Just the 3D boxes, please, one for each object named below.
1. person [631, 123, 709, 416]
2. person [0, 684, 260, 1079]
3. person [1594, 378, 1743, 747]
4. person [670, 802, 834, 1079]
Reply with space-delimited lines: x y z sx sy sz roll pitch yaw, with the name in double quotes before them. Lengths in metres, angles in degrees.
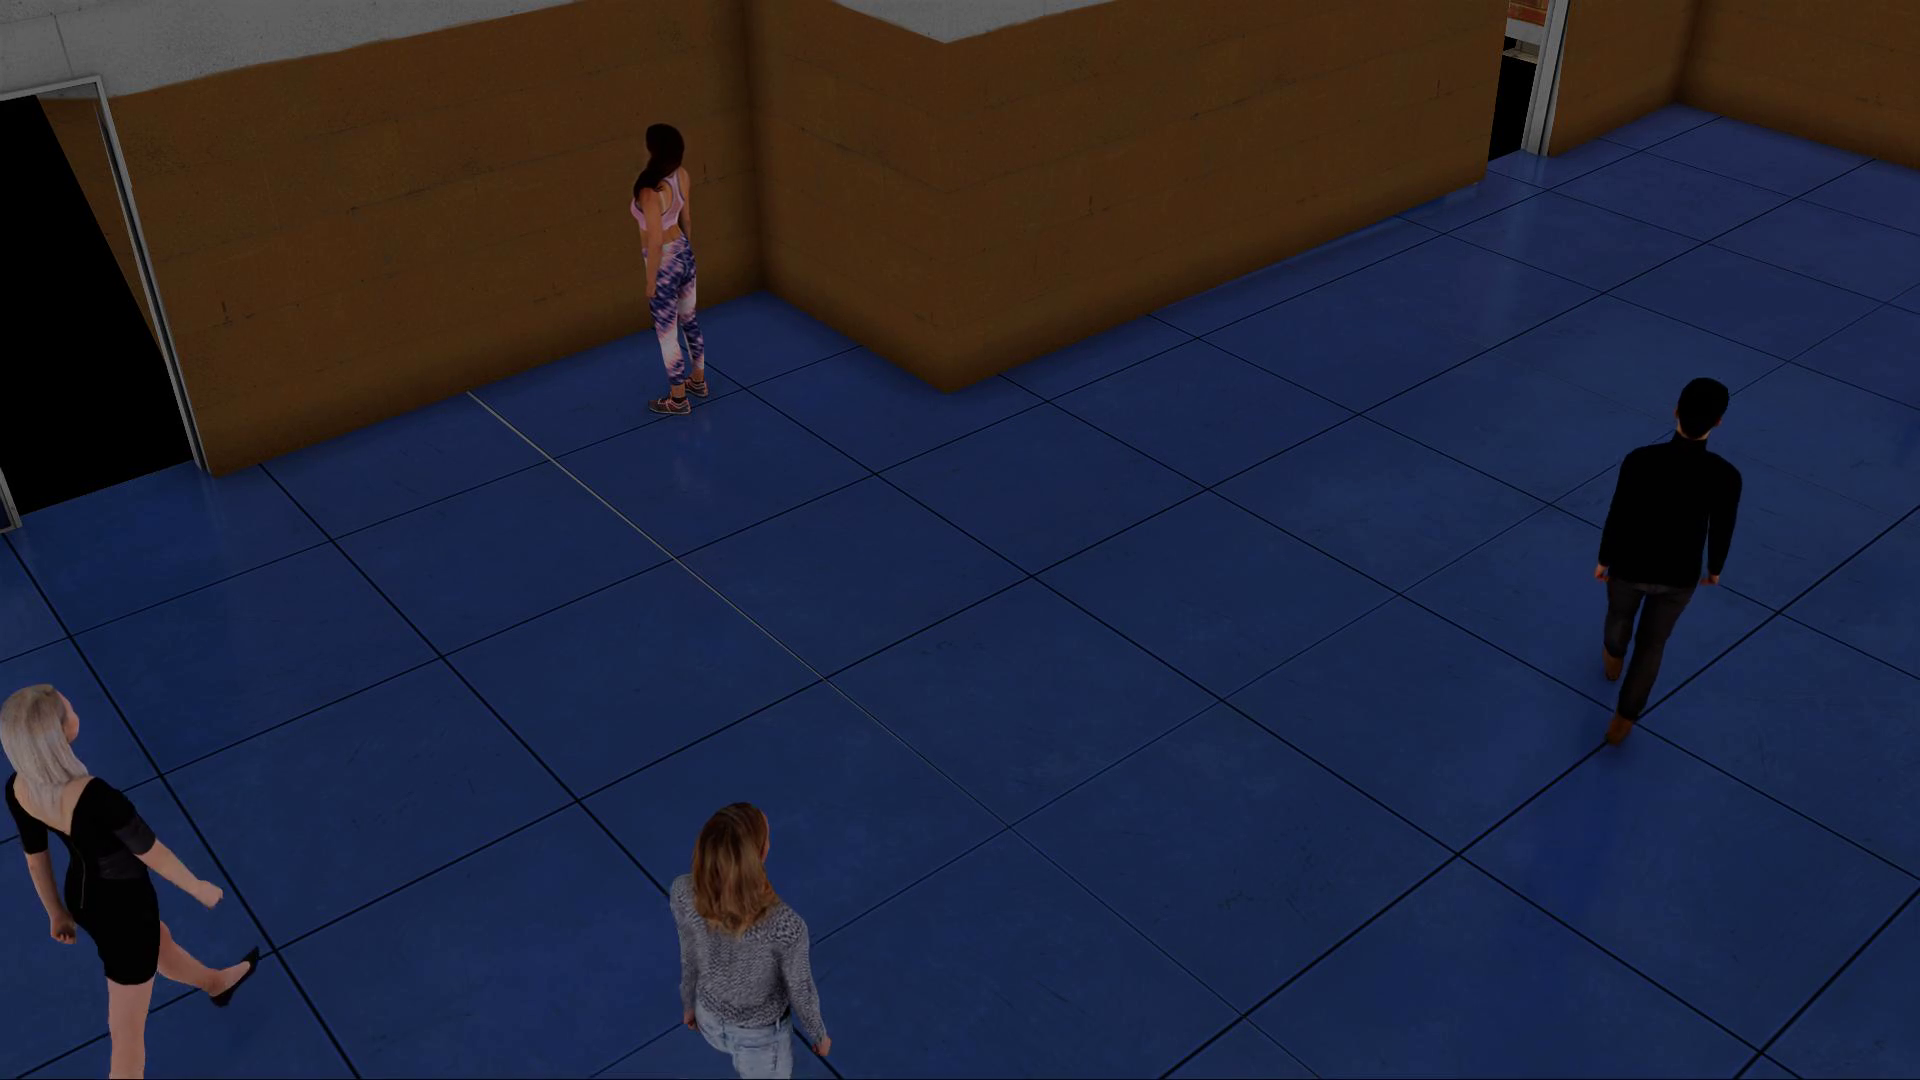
"person" -1.692 -1.579 9.716 0.692 1.763 0.678 14 36 20
"person" -2.784 1.296 5.368 1.137 1.792 1.033 12 36 18
"person" 3.016 0.133 7.210 1.132 1.688 1.031 14 36 20
"person" -0.687 1.540 5.008 0.687 1.784 0.770 17 37 24
